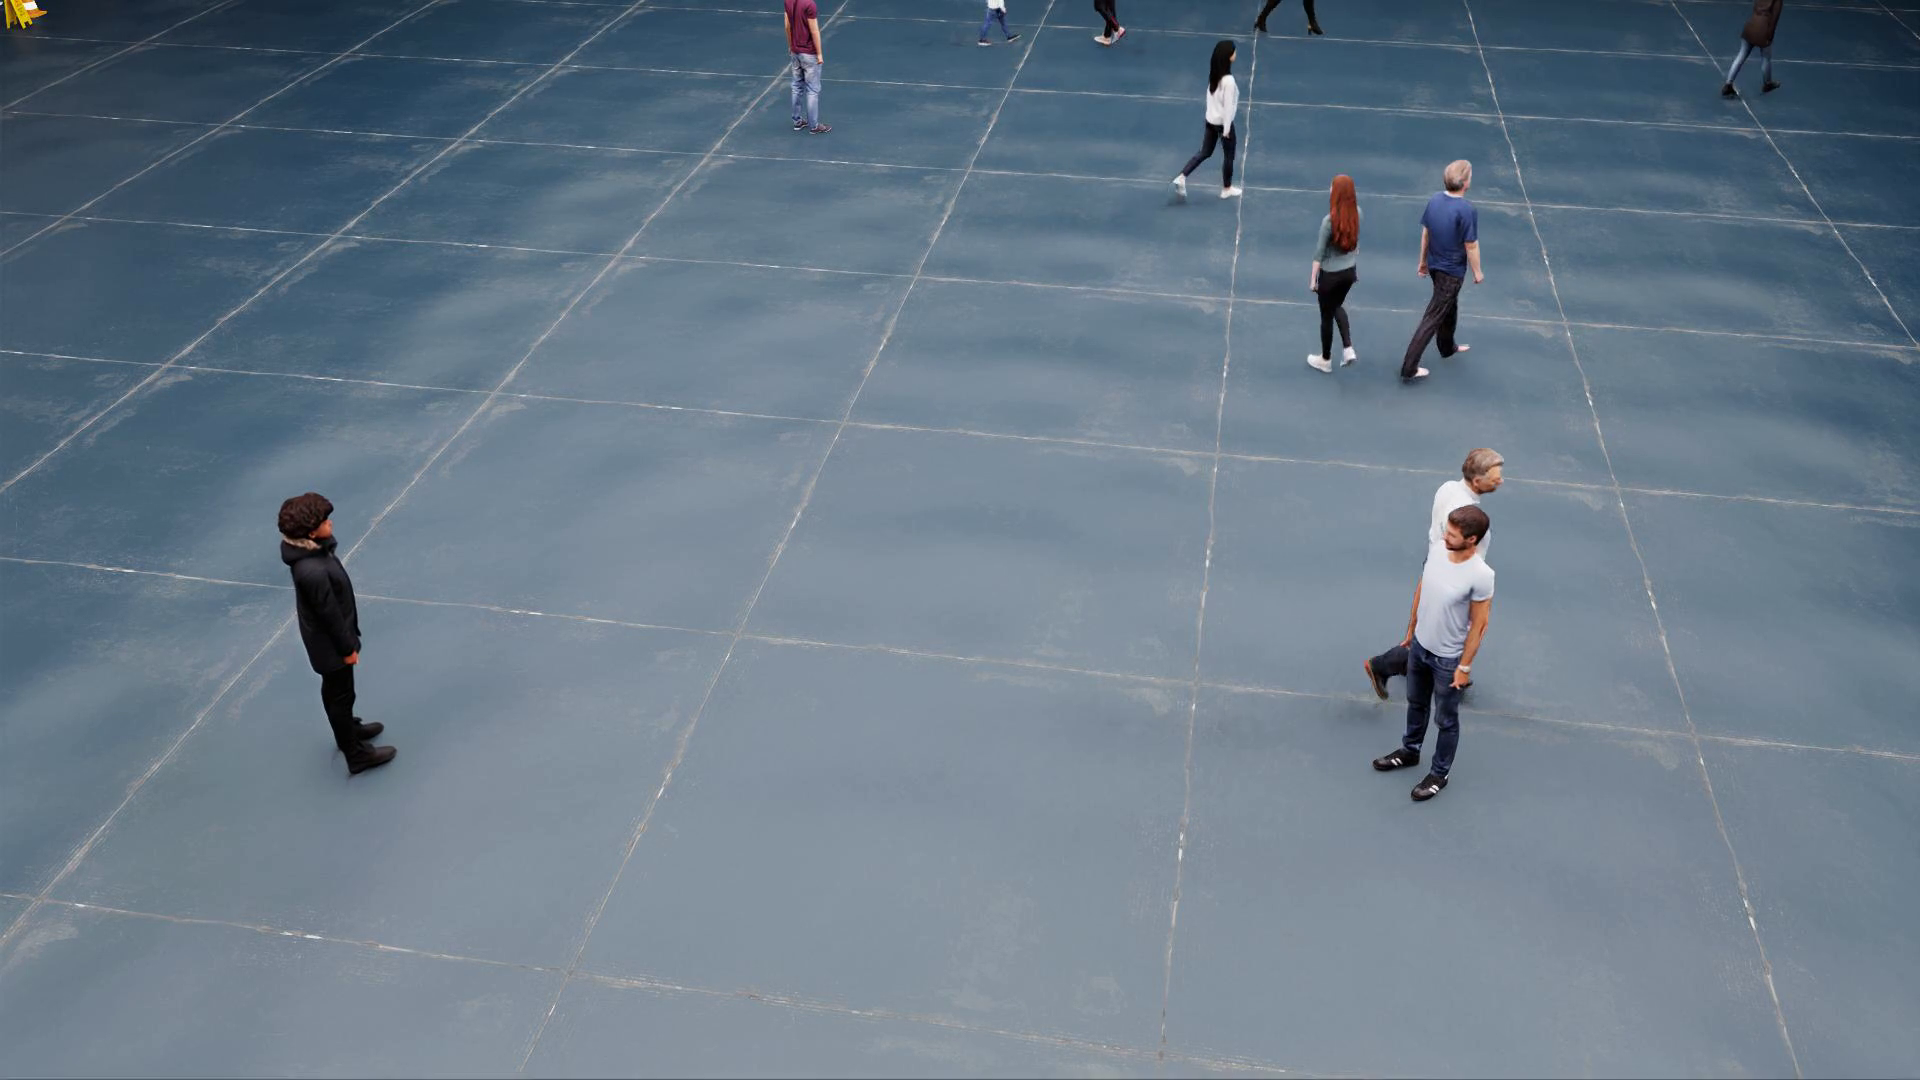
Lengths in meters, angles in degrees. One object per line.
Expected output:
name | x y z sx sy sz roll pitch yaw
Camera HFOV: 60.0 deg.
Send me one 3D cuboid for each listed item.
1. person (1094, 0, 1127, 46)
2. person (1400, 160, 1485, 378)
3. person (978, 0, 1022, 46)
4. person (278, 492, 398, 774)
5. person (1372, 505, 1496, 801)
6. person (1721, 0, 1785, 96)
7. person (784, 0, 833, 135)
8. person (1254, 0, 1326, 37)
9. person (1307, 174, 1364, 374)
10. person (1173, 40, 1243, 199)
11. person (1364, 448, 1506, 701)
person | 2.057 -7.432 22.089 0.970 1.743 0.888 21 38 29
person | 3.946 -2.172 13.668 1.182 1.832 1.033 -14 35 -21
person | 0.410 -7.169 22.292 0.775 1.080 0.444 5 33 7
person | -3.589 0.528 9.441 0.758 1.773 0.715 -16 36 -24
person | 2.687 0.596 9.247 0.753 1.866 0.718 -16 36 -24
person | 9.667 -6.171 20.234 1.139 1.589 0.990 -14 35 -21
person | -1.787 -5.638 19.142 0.671 1.852 0.803 25 40 33
person | 4.435 -7.694 22.443 1.247 1.807 0.812 11 34 17
person | 3.157 -2.140 13.708 0.839 1.734 0.886 -16 36 -23
person | 2.599 -4.316 17.210 1.115 1.678 0.972 -14 35 -21
person | 2.840 0.243 9.873 1.031 1.794 0.762 -3 32 -4
